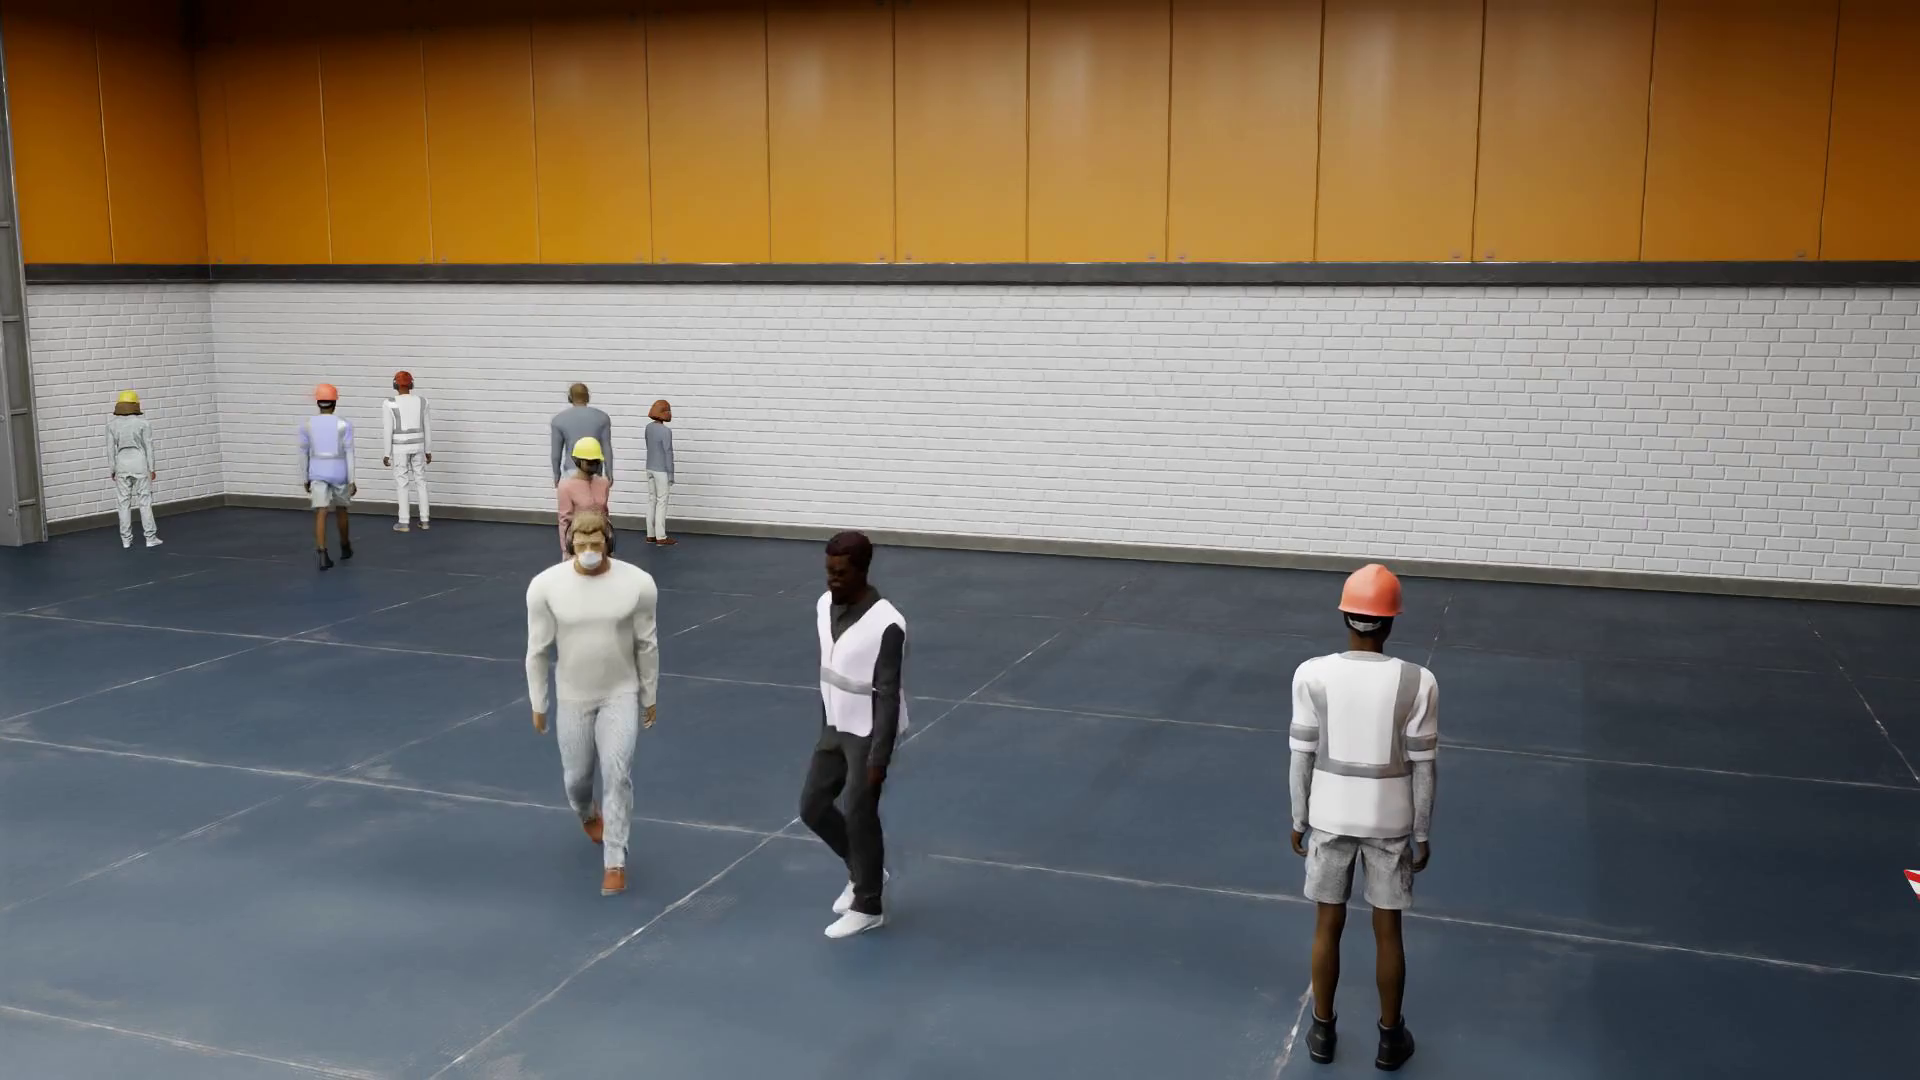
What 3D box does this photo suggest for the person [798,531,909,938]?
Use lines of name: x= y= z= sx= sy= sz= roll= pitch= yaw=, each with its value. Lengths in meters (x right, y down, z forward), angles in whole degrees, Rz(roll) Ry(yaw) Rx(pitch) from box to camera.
person: x=-0.471 y=0.883 z=7.526 sx=0.451 sy=1.895 sz=0.623 roll=-7 pitch=12 yaw=-38

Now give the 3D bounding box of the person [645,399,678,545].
person: x=-3.340 y=-0.752 z=18.525 sx=0.281 sy=1.624 sz=0.494 roll=-8 pitch=12 yaw=-41

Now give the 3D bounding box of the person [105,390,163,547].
person: x=-9.139 y=-0.784 z=18.383 sx=0.483 sy=1.734 sz=0.319 roll=-1 pitch=9 yaw=-8

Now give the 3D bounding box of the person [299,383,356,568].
person: x=-6.547 y=-0.675 z=17.246 sx=0.562 sy=1.889 sz=0.986 roll=-2 pitch=9 yaw=-10

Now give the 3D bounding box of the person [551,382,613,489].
person: x=-4.010 y=-0.735 z=17.673 sx=0.635 sy=1.882 sz=1.057 roll=-3 pitch=10 yaw=-19

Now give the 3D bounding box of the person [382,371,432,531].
person: x=-6.484 y=-1.043 z=19.525 sx=0.583 sy=1.882 sz=0.338 roll=-8 pitch=12 yaw=-41

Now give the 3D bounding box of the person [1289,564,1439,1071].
person: x=1.532 y=1.053 z=6.358 sx=0.548 sy=1.937 sz=0.379 roll=3 pitch=10 yaw=19

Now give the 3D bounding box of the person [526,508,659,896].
person: x=-1.829 y=0.754 z=8.318 sx=0.643 sy=1.912 sz=0.759 roll=-2 pitch=9 yaw=-13

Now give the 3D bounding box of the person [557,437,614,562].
person: x=-2.896 y=0.076 z=12.950 sx=0.334 sy=1.767 sz=0.526 roll=6 pitch=11 yaw=32
